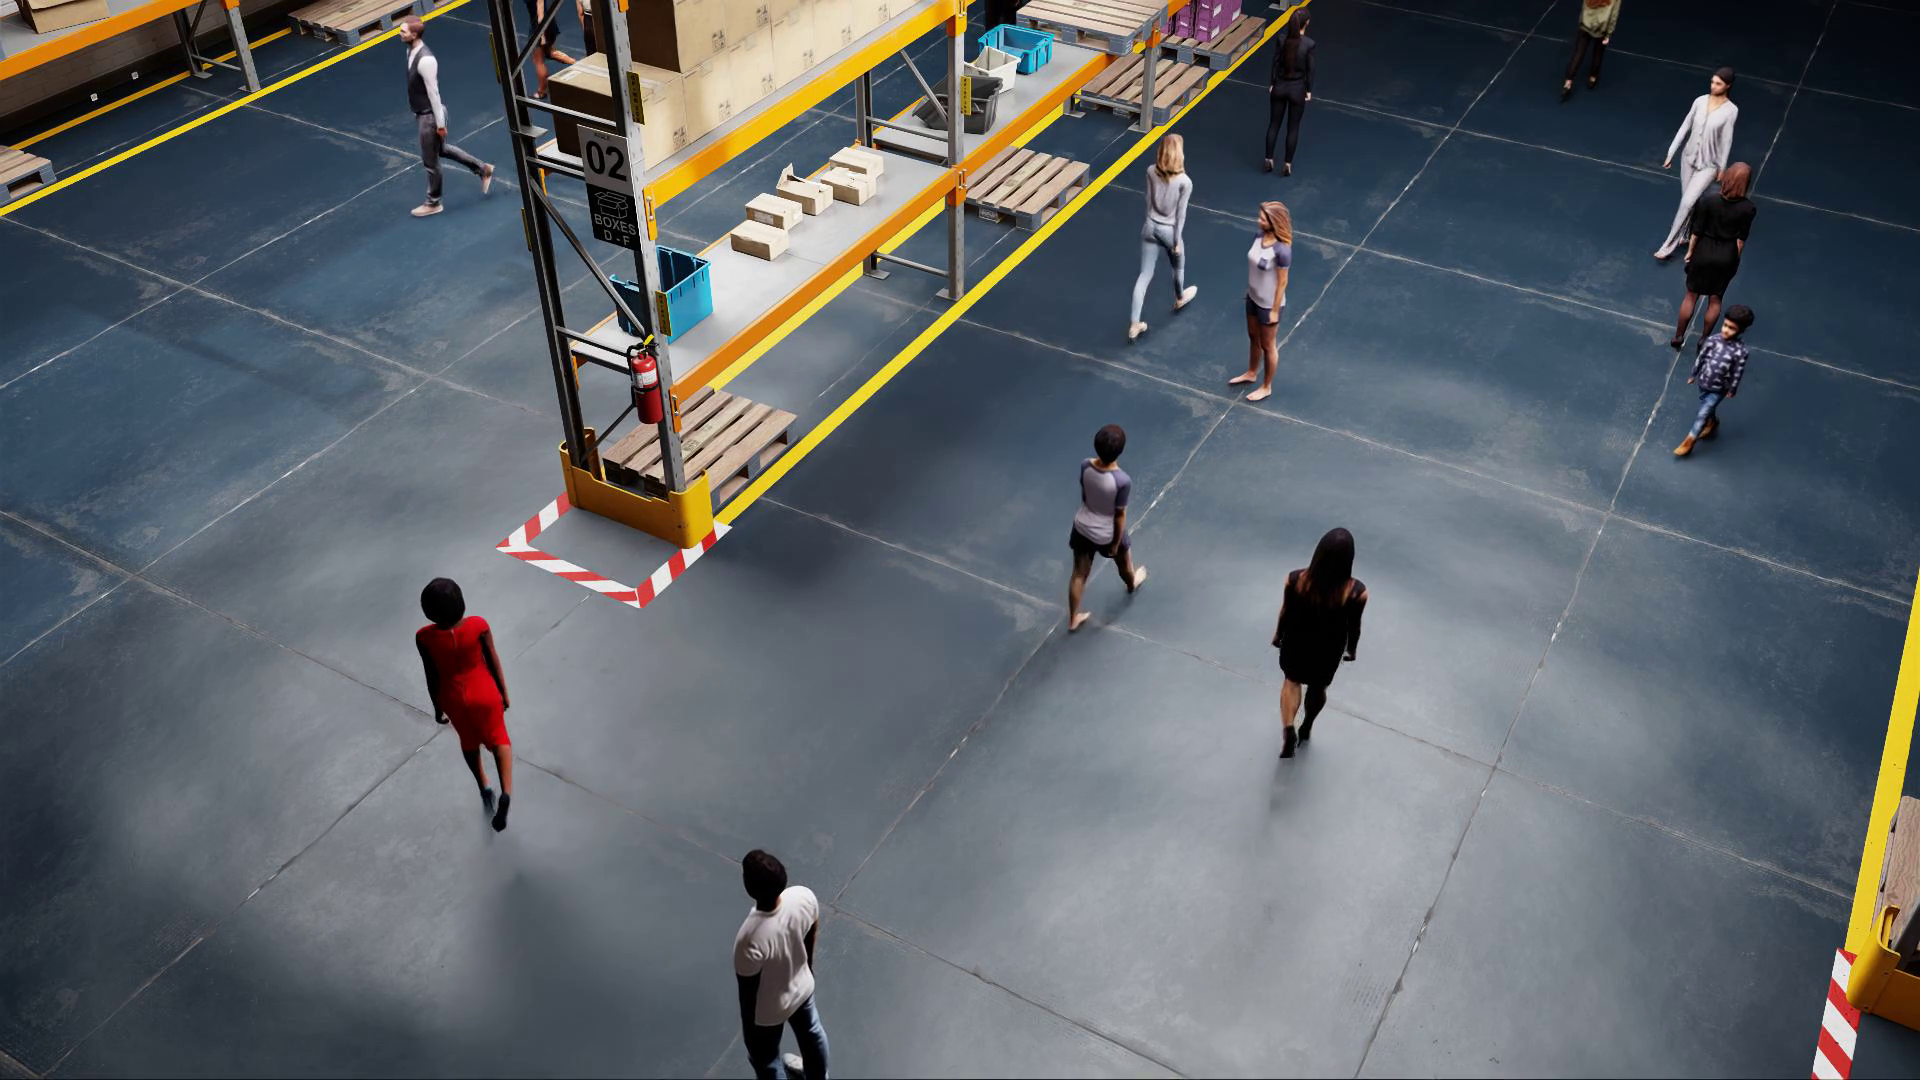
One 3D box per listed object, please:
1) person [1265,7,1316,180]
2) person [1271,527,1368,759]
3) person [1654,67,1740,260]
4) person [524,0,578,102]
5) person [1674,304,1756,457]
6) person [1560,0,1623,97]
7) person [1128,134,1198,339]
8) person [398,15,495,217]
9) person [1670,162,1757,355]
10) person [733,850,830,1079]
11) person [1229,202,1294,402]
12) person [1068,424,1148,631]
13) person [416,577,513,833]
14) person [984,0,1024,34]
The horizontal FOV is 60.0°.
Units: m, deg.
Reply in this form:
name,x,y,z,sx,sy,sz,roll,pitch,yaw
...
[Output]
name,x,y,z,sx,sy,sz,roll,pitch,yaw
person,3.232,-4.386,16.315,0.570,1.710,0.472,19,42,22
person,2.112,0.687,9.970,0.770,1.702,0.890,10,40,12
person,6.786,-3.452,15.116,1.024,1.748,0.869,-23,44,-26
person,-4.371,-5.459,17.707,1.035,1.651,0.931,-12,40,-14
person,5.841,-1.256,12.781,0.911,1.229,0.712,-24,44,-27
person,6.774,-5.449,17.860,0.666,1.444,1.026,26,45,28
person,1.638,-2.502,13.930,0.757,1.744,1.201,27,46,30
person,-4.911,-4.029,15.707,1.210,1.913,1.045,-18,42,-21
person,6.218,-2.314,13.724,0.609,1.706,0.532,15,41,18
person,-0.870,2.164,7.994,0.771,1.861,0.564,28,47,31
person,2.439,-1.912,13.202,0.724,1.730,0.682,-14,41,-17
person,0.895,-0.041,11.023,0.599,1.525,0.991,23,44,26
person,-2.808,0.978,9.583,0.905,1.731,0.956,-12,40,-15
person,0.505,-6.137,18.371,0.704,1.882,1.012,19,42,22
